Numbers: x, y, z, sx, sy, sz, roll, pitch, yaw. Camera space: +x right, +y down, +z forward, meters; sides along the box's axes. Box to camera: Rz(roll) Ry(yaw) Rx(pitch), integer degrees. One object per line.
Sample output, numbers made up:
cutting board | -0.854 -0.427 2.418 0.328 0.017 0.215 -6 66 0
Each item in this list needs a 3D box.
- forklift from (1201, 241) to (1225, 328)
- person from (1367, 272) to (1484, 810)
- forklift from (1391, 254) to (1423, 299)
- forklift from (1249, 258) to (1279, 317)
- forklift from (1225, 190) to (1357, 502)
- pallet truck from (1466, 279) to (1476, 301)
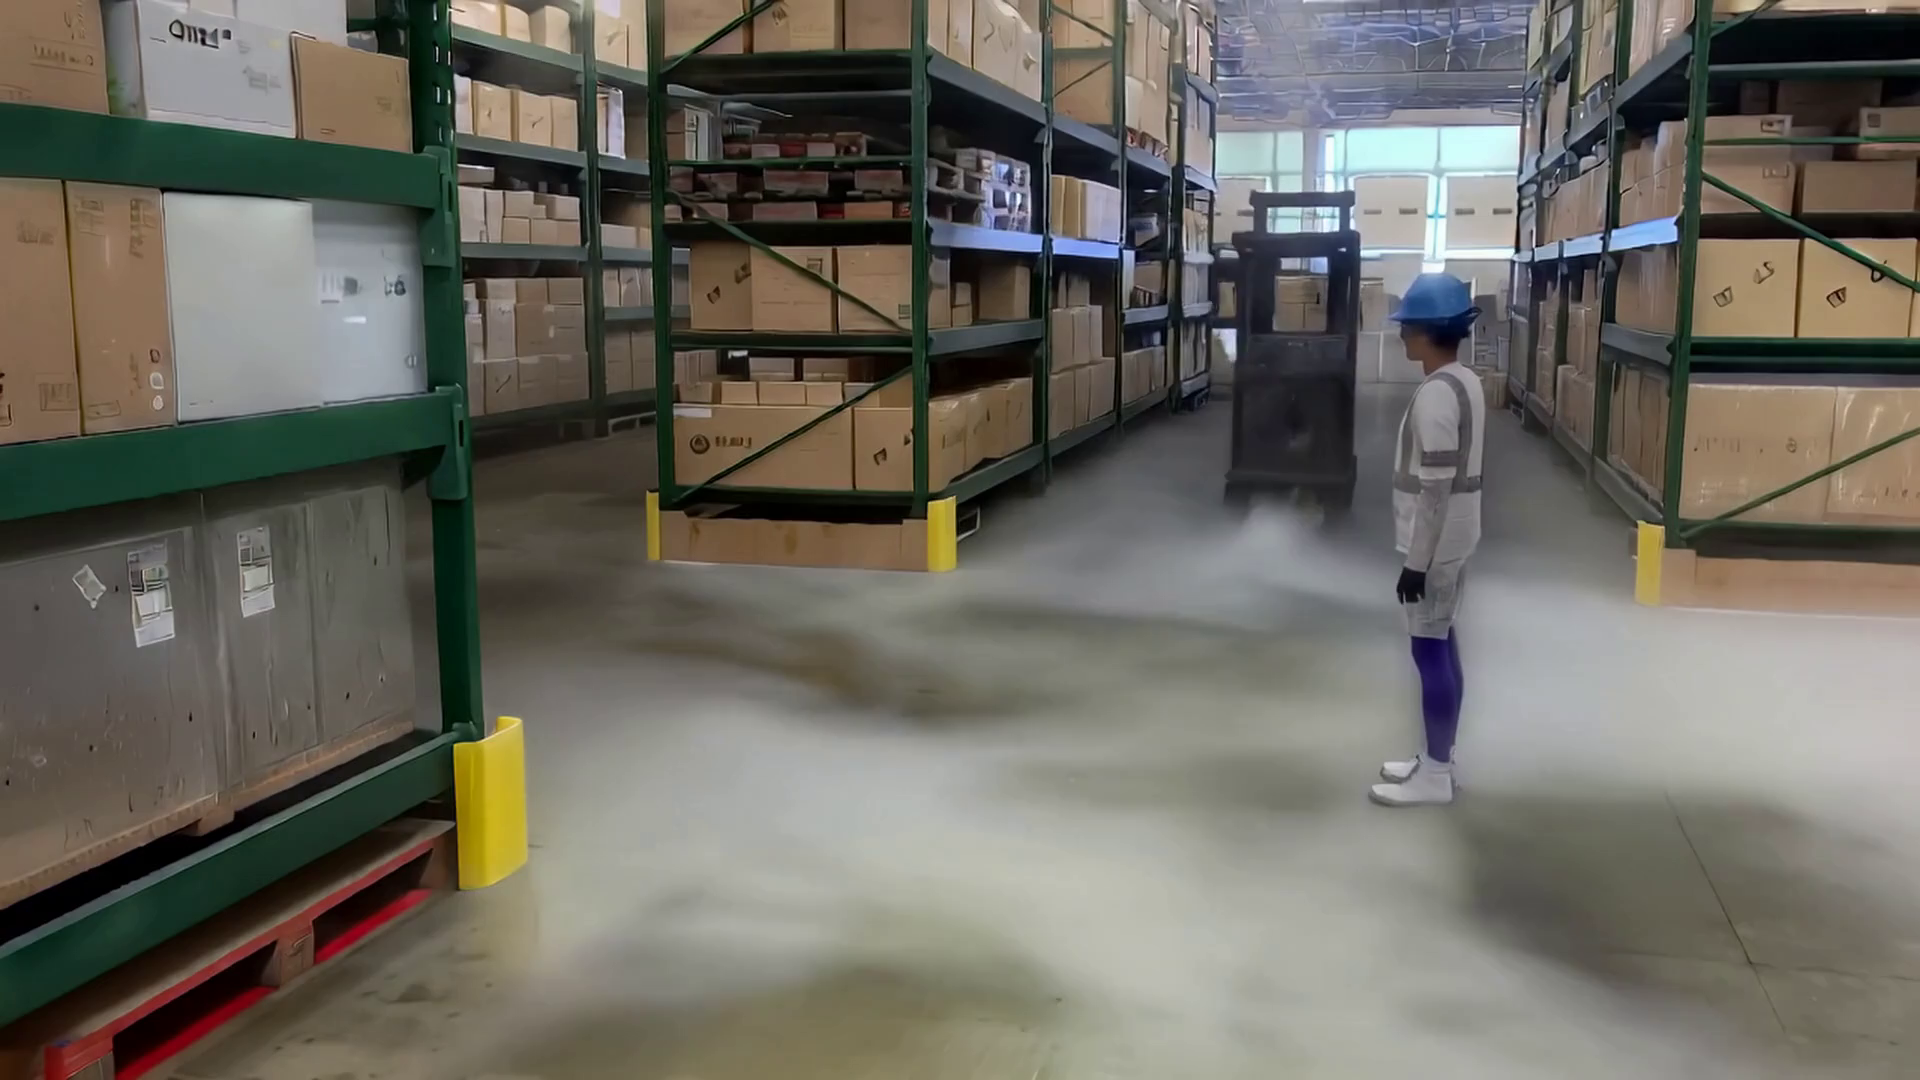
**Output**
forklift | 5.514 -5.152 36.503 1.873 2.768 1.129 2 9 14
person | 1.790 0.009 6.368 0.377 2.044 0.608 4 10 24
forklift | 14.740 -8.061 54.986 1.129 2.768 1.873 -2 9 -11
forklift | 11.321 -9.114 61.676 1.129 2.768 1.873 2 9 15
forklift | 3.176 -1.861 15.596 1.129 2.768 1.873 2 9 15
pallet truck | 18.896 -8.459 60.307 1.885 1.965 0.823 5 10 31
